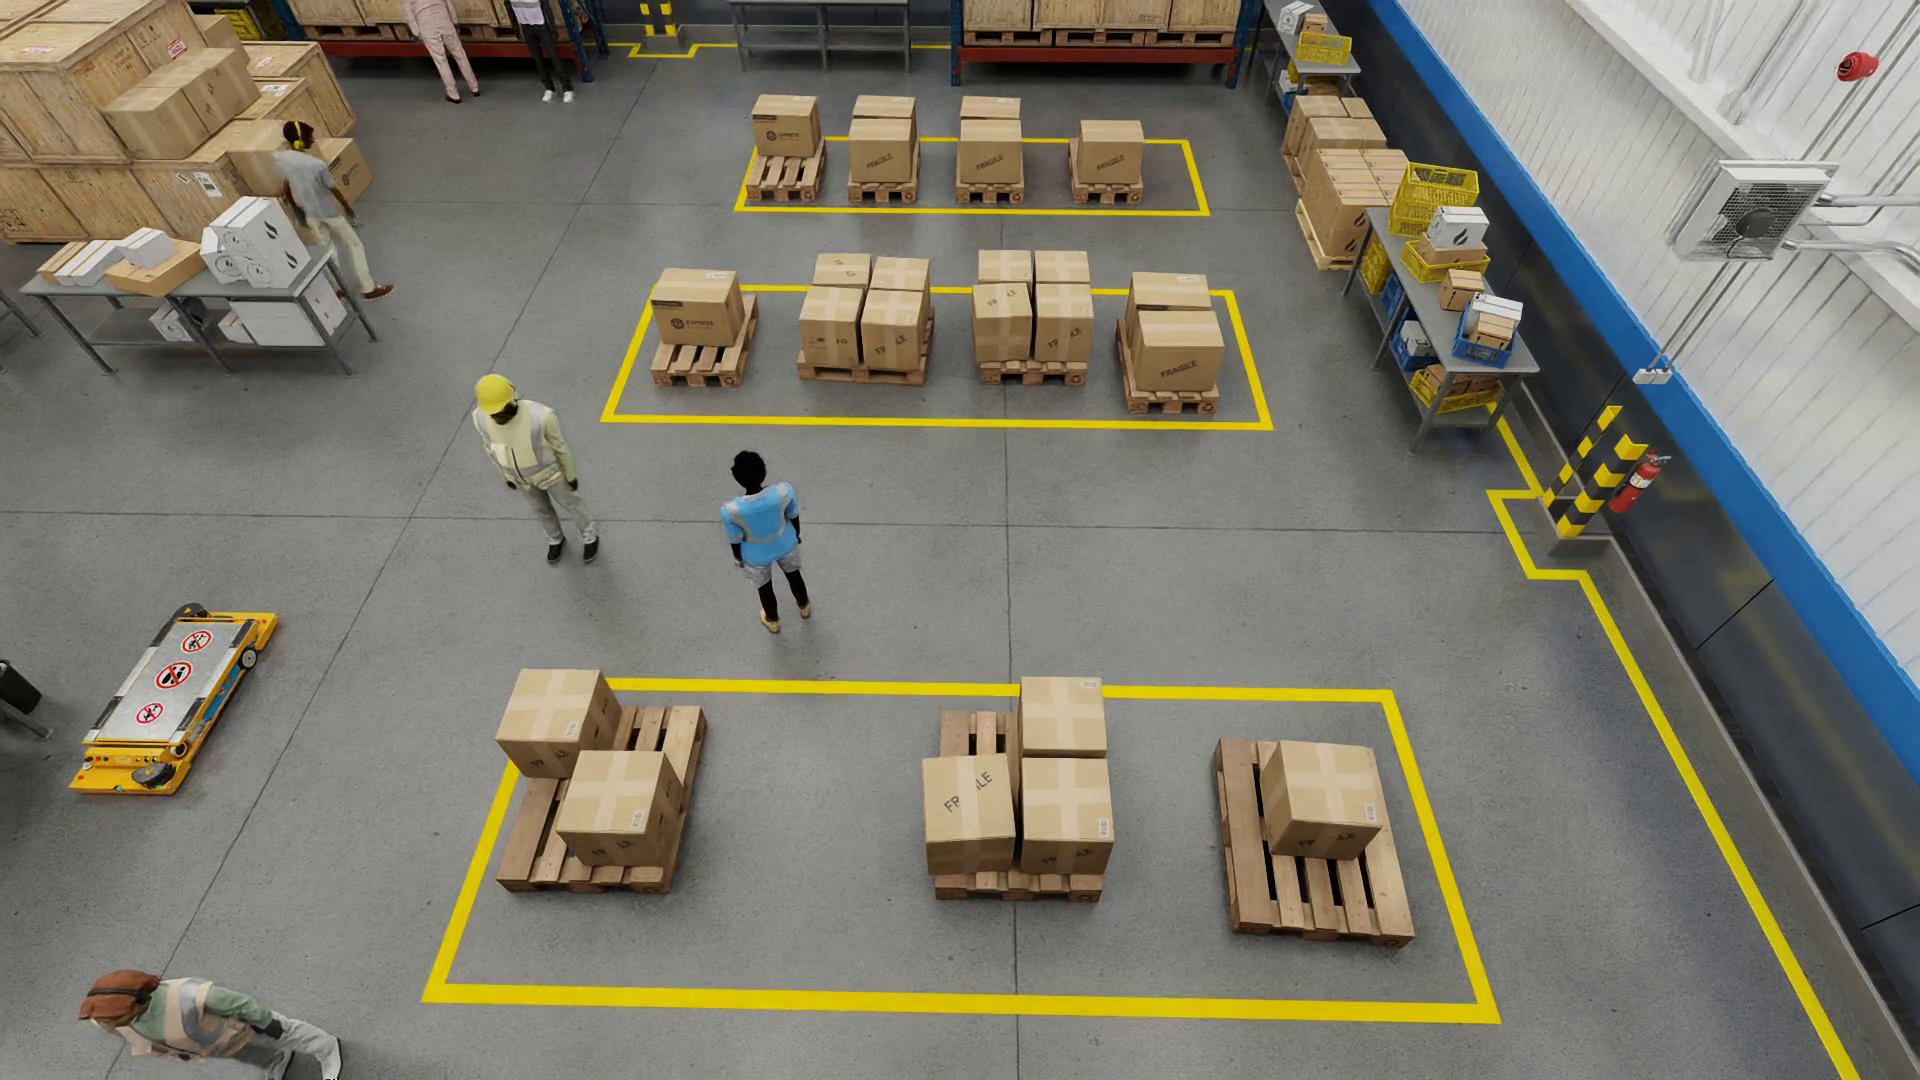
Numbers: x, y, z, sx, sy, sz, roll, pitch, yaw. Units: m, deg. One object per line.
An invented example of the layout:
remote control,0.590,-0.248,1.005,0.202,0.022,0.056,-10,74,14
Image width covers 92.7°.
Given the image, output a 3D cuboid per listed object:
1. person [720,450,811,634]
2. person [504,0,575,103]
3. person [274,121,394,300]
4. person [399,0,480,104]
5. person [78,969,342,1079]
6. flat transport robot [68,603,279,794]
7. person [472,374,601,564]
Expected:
person,-1.338,0.038,6.388,0.542,1.696,0.316,-24,54,-19
person,-5.576,-6.759,12.008,0.601,1.905,0.388,4,50,3
person,-6.349,-3.213,9.062,0.727,1.829,0.323,0,50,0
person,-6.894,-6.759,12.005,0.639,1.908,0.409,-36,59,-27
person,-3.580,2.383,4.440,0.515,1.640,0.315,-9,50,-8
flat transport robot,-5.504,1.072,6.442,0.652,0.197,1.431,1,50,1
person,-3.125,-0.503,6.767,0.584,1.823,0.403,0,50,0
